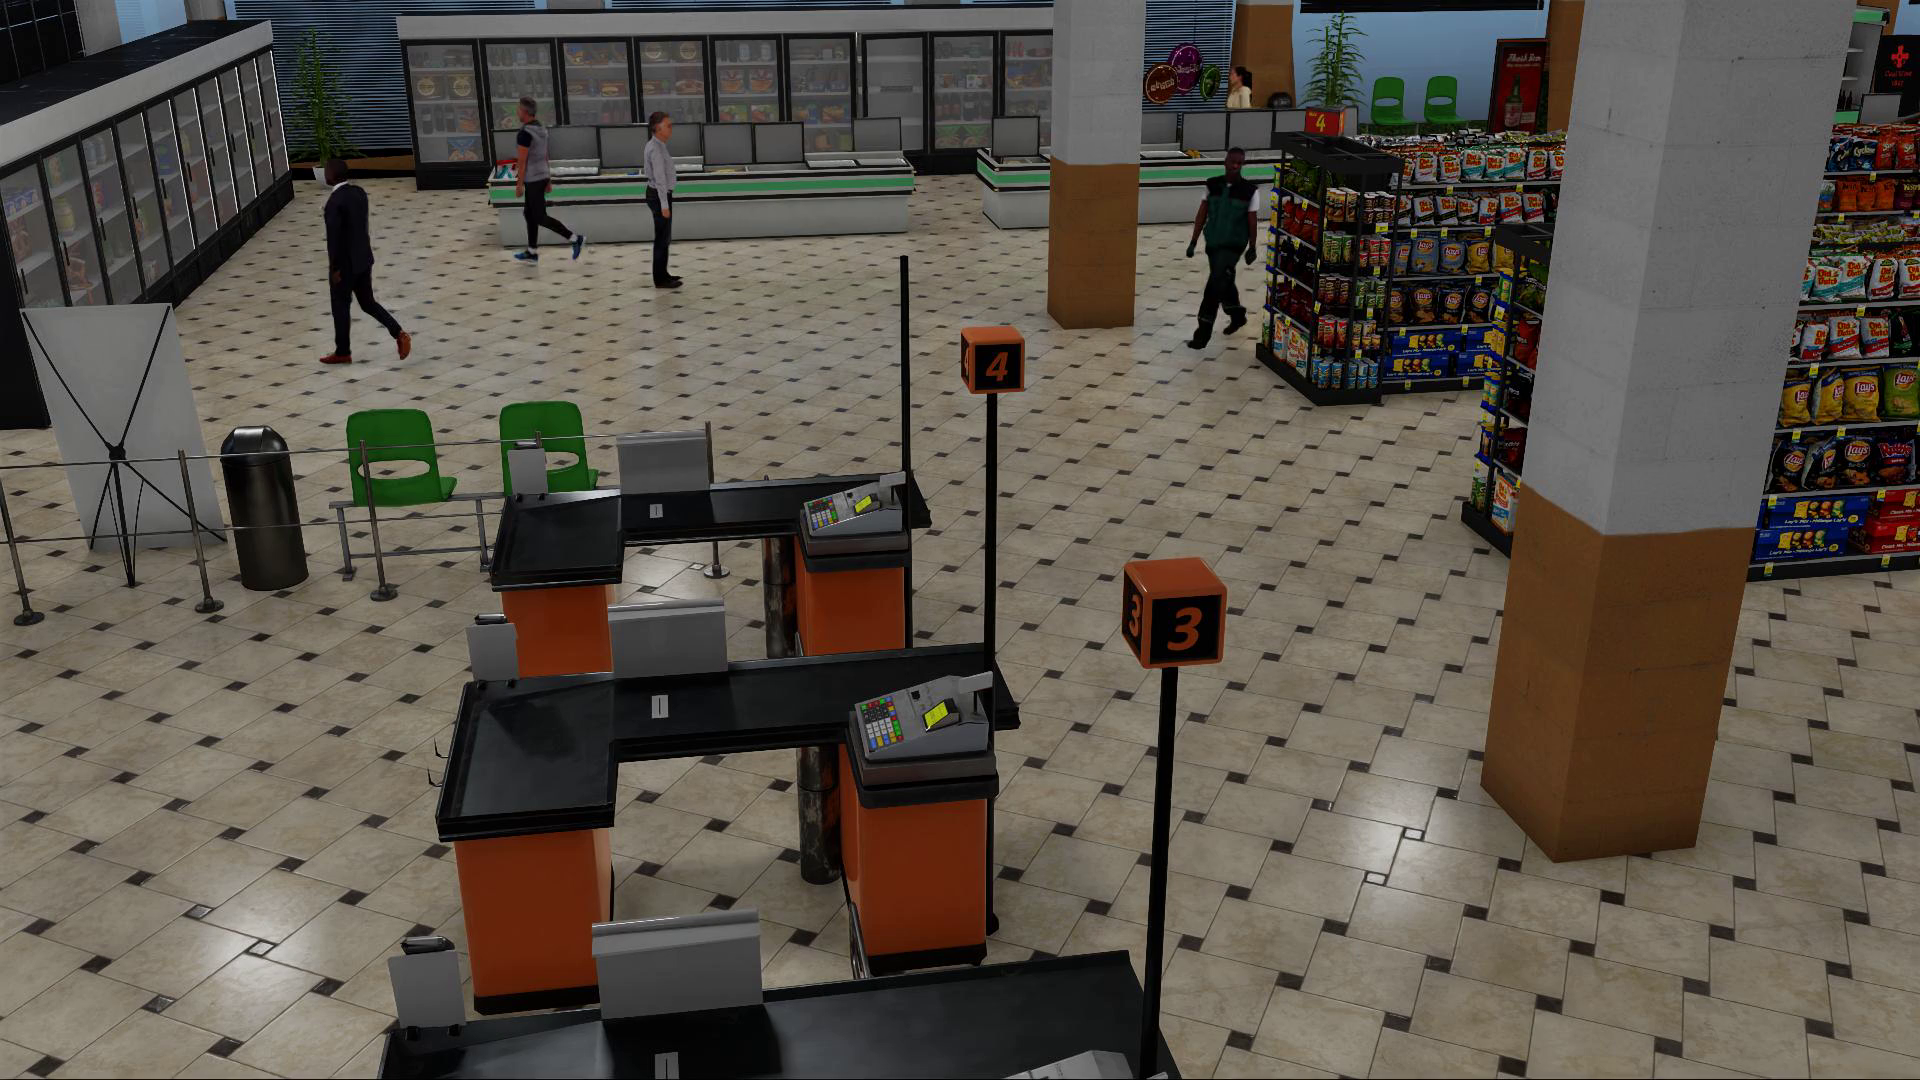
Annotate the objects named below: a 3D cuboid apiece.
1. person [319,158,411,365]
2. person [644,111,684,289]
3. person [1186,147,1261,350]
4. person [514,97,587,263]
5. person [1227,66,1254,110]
[{"bbox_3d":[-5.237,-2.394,14.478,1.185,1.800,0.989,6,23,13],"label":"person"},{"bbox_3d":[-3.123,-3.549,17.331,0.559,1.816,0.654,-5,22,-12],"label":"person"},{"bbox_3d":[2.448,-2.644,15.126,1.209,1.781,1.344,19,29,39],"label":"person"},{"bbox_3d":[-4.561,-3.905,18.245,1.205,1.796,0.902,2,22,6],"label":"person"},{"bbox_3d":[3.912,-5.671,22.898,1.077,1.603,0.658,-2,22,-6],"label":"person"}]
